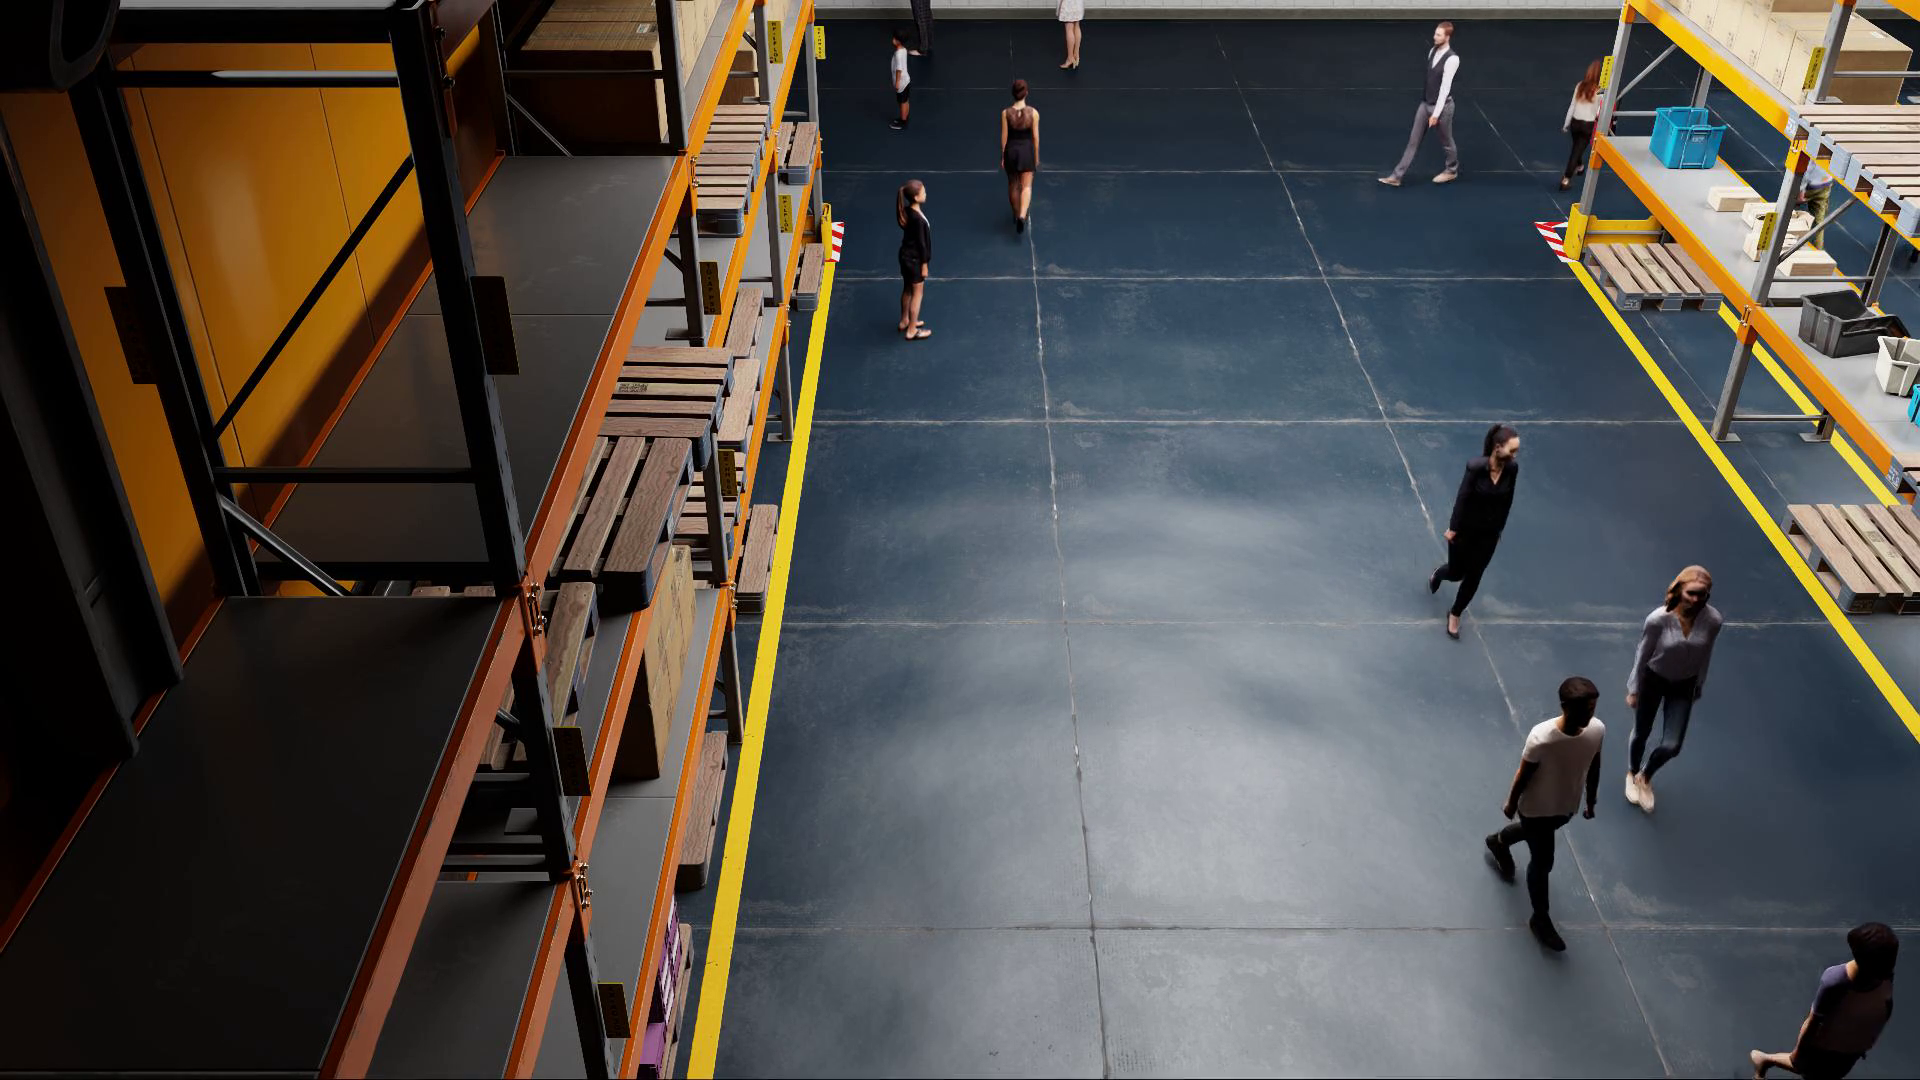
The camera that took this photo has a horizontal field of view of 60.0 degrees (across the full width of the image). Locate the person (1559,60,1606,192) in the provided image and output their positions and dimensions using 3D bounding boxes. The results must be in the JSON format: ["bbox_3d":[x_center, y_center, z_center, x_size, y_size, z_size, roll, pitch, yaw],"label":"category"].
[{"bbox_3d":[7.028,-4.663,18.841,0.953,1.448,1.013,28,43,36],"label":"person"}]

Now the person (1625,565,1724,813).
[{"bbox_3d":[4.318,0.857,10.233,0.660,1.785,0.670,5,34,8],"label":"person"}]

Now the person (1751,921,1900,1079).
[{"bbox_3d":[4.220,2.404,8.128,0.765,1.538,1.036,-11,35,-16],"label":"person"}]

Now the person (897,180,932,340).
[{"bbox_3d":[-0.445,-2.670,15.749,0.662,1.552,0.566,-13,36,-18],"label":"person"}]

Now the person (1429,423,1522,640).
[{"bbox_3d":[3.607,-0.089,11.743,0.673,1.688,0.805,-3,34,-5],"label":"person"}]

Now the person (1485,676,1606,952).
[{"bbox_3d":[3.322,1.421,9.477,0.878,1.682,1.189,-11,35,-15],"label":"person"}]

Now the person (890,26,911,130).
[{"bbox_3d":[-0.727,-5.742,20.636,0.587,1.259,0.467,7,34,10],"label":"person"}]

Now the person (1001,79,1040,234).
[{"bbox_3d":[0.623,-4.068,17.761,0.612,1.653,0.989,2,34,3],"label":"person"}]

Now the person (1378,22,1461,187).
[{"bbox_3d":[5.471,-4.883,18.777,1.052,1.886,1.298,-11,35,-16],"label":"person"}]

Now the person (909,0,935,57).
[{"bbox_3d":[-0.540,-7.683,23.003,0.783,1.871,0.594,11,35,16],"label":"person"}]

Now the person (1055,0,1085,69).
[{"bbox_3d":[1.495,-7.292,22.503,0.828,1.773,0.741,18,38,25],"label":"person"}]
